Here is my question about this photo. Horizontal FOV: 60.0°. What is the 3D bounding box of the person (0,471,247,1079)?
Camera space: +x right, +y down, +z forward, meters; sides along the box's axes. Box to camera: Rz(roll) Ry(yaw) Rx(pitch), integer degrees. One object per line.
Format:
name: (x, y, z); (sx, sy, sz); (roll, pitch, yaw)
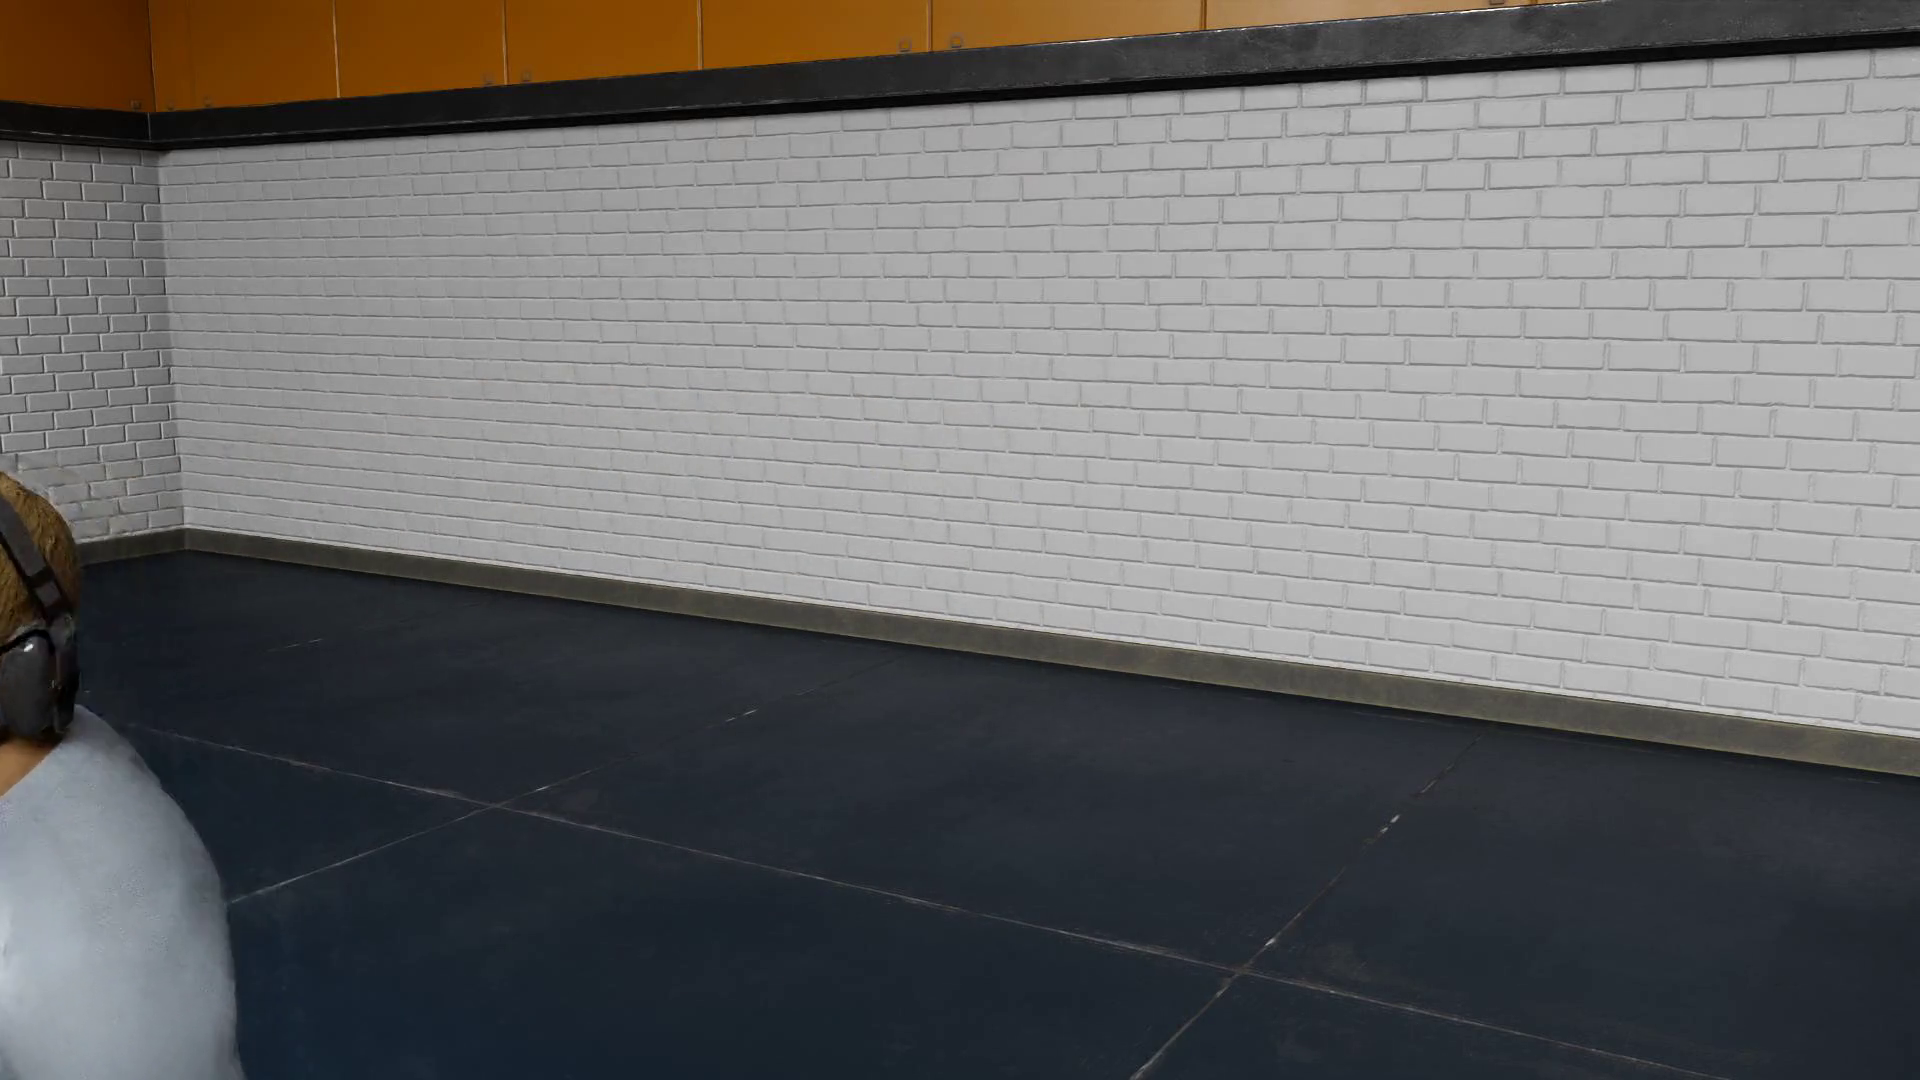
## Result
person: (-0.776, 0.827, 1.644); (0.962, 1.890, 0.638); (-6, 11, -35)
